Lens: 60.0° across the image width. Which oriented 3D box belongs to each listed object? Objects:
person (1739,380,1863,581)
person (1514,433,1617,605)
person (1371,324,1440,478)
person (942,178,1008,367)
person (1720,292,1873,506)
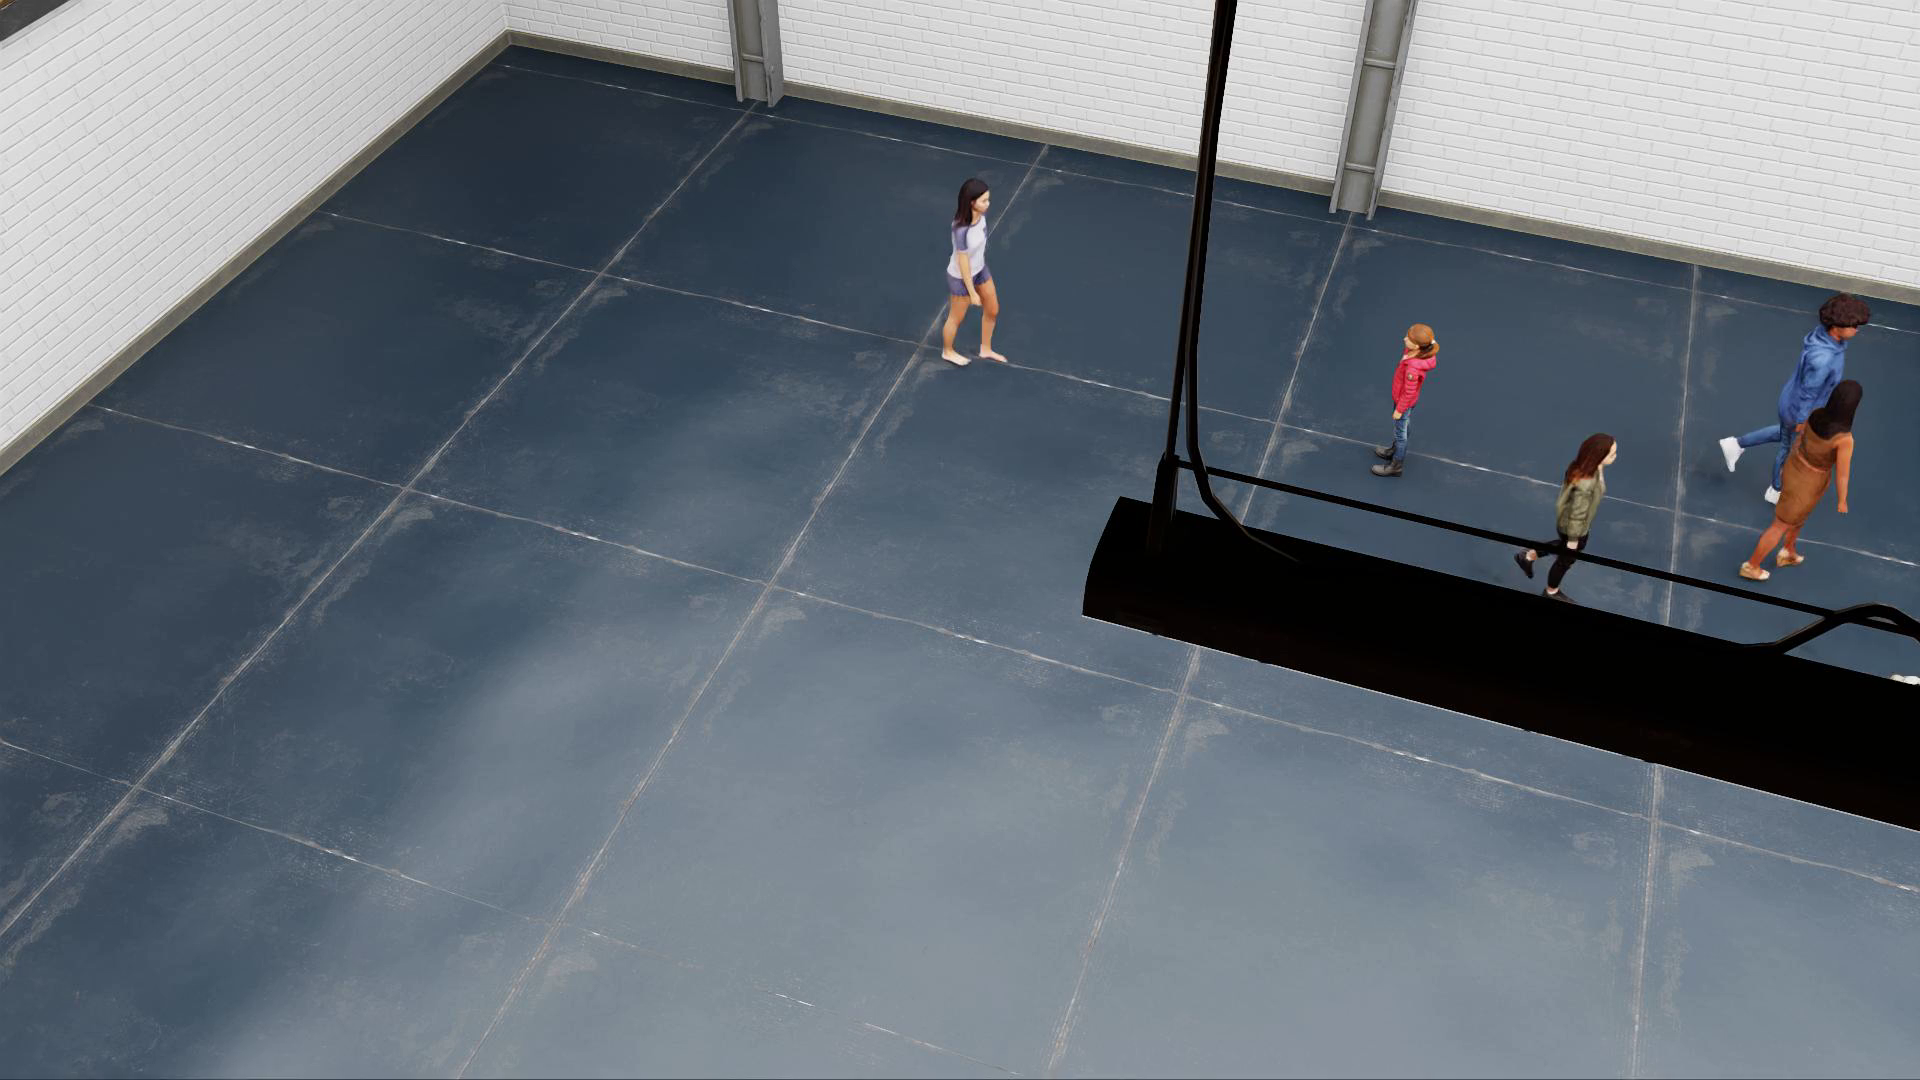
[{"bbox_3d":[5.636,-0.369,11.286,0.861,1.660,0.779,-4,44,-4],"label":"person"},{"bbox_3d":[4.065,-0.147,11.194,0.749,1.466,0.634,19,47,19],"label":"person"},{"bbox_3d":[3.288,-1.039,12.238,0.500,1.318,0.510,12,45,13],"label":"person"},{"bbox_3d":[-0.024,-2.086,13.052,0.788,1.710,0.652,22,48,21],"label":"person"},{"bbox_3d":[5.951,-1.009,11.861,1.030,1.793,0.829,20,47,20],"label":"person"}]
